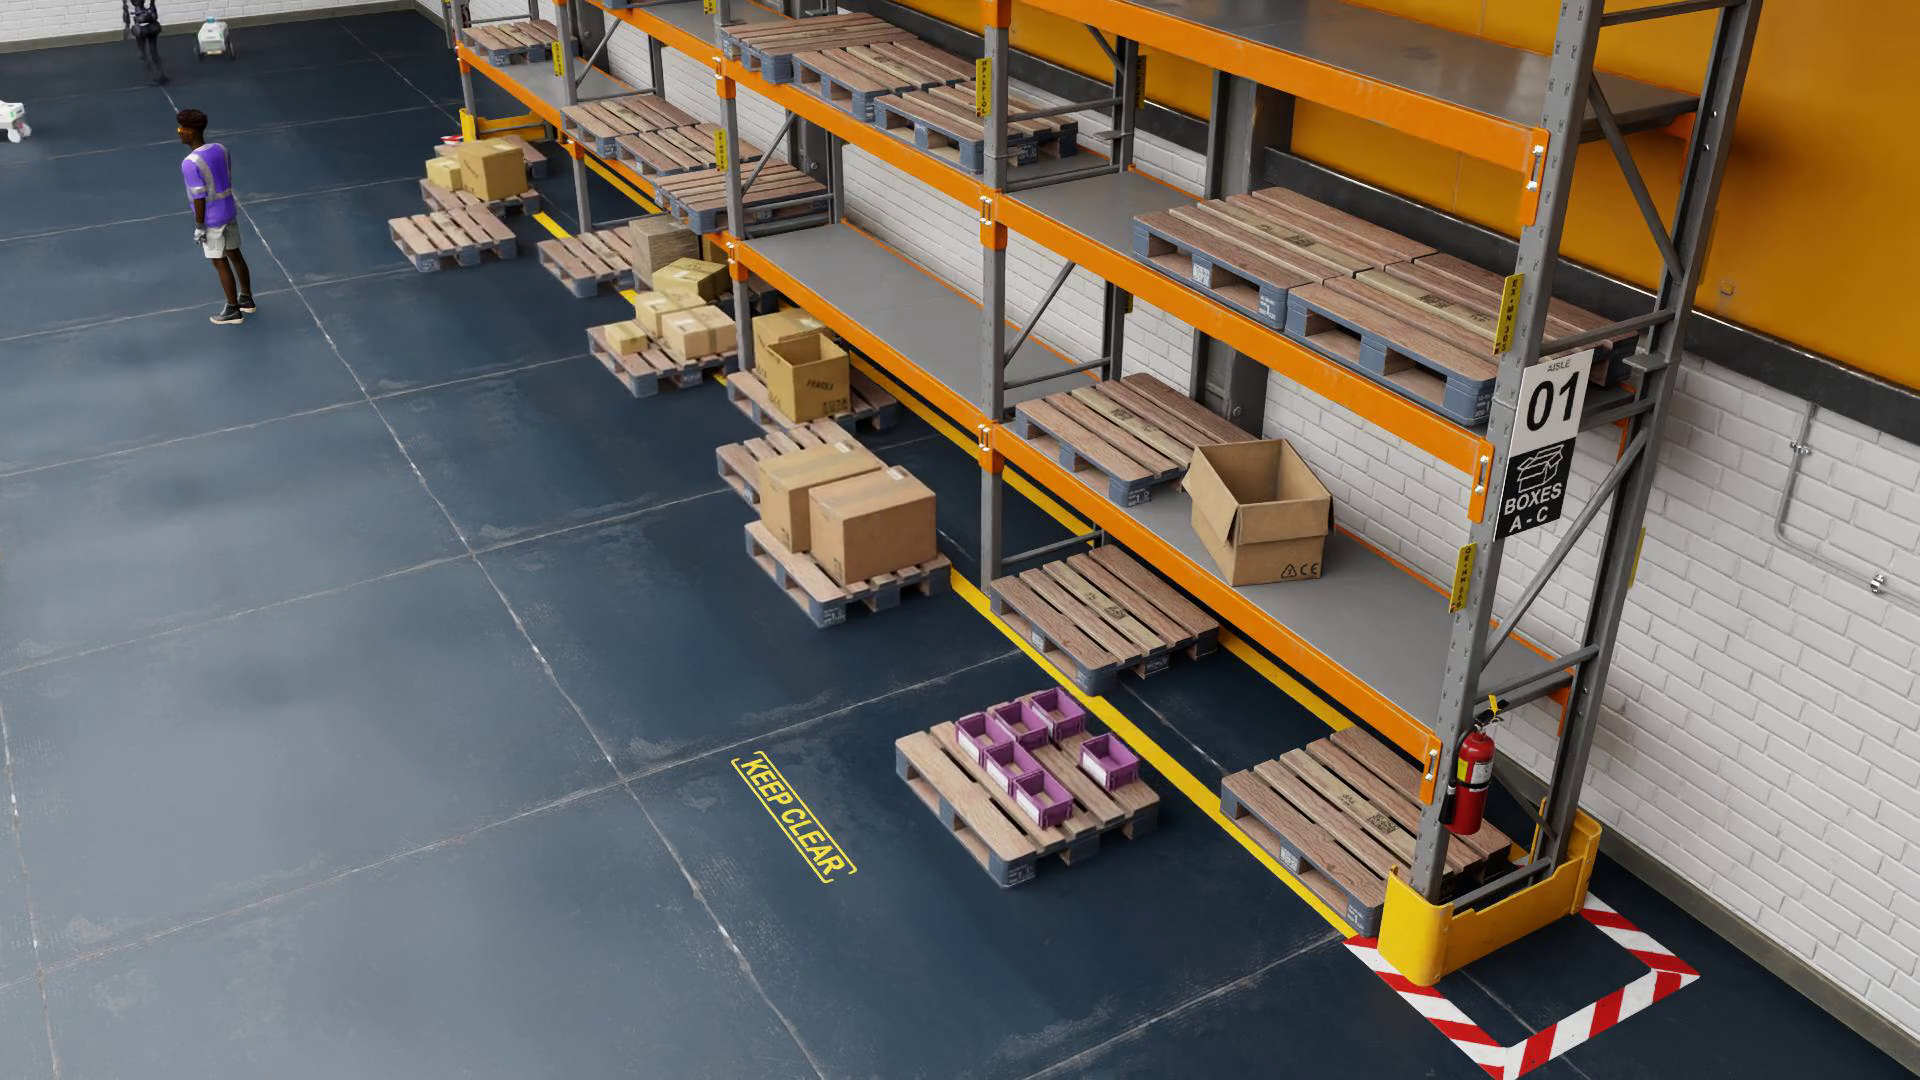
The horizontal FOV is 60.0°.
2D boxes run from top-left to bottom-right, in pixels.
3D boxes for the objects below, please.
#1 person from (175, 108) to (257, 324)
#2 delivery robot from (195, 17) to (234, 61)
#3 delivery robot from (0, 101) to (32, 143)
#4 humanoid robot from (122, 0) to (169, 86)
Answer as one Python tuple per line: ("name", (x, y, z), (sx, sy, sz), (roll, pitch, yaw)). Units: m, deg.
("person", (-6.772, -2.938, 15.098), (0.366, 1.966, 0.606), (4, 30, 6))
("delivery robot", (-10.874, -7.320, 24.242), (0.499, 0.571, 0.756), (-8, 30, -13))
("delivery robot", (-11.934, -5.201, 20.512), (0.774, 0.583, 0.499), (-1, 30, -1))
("humanoid robot", (-11.128, -7.037, 22.628), (0.323, 1.657, 0.602), (11, 31, 18))
